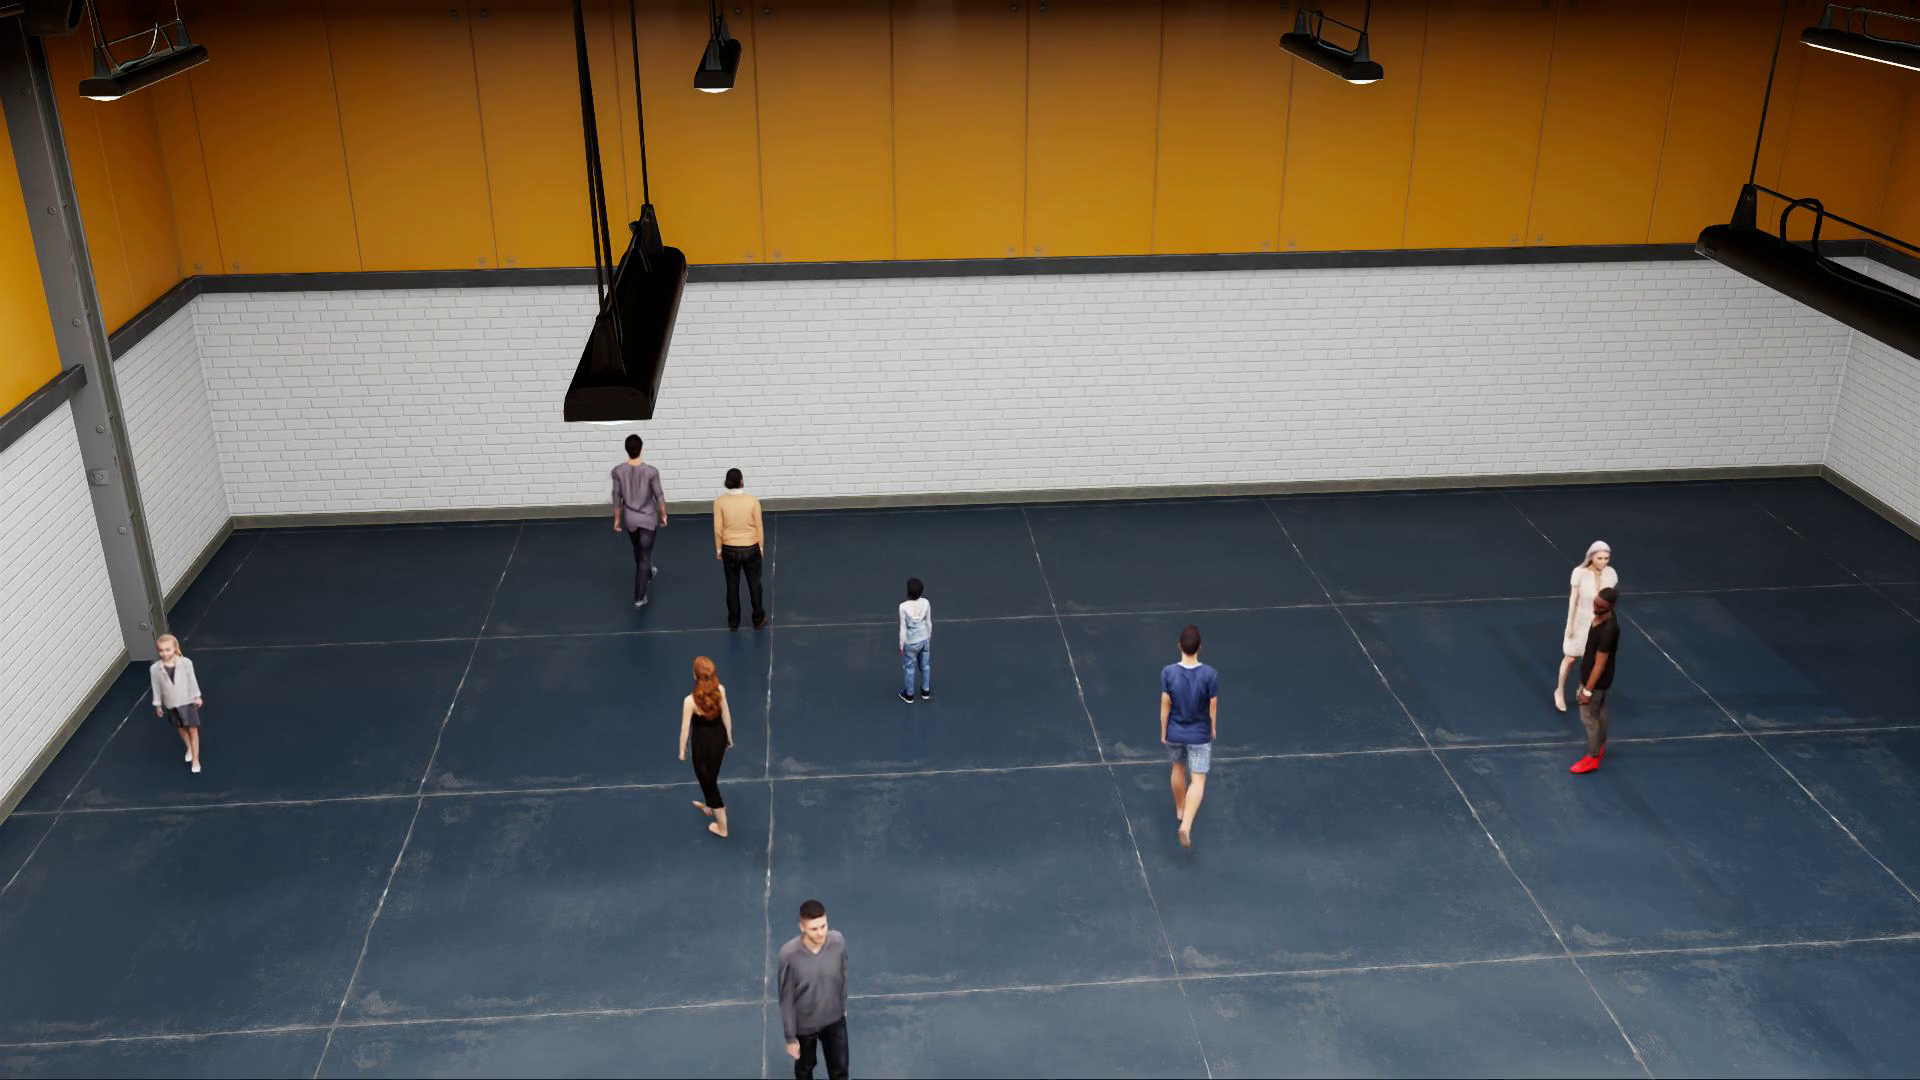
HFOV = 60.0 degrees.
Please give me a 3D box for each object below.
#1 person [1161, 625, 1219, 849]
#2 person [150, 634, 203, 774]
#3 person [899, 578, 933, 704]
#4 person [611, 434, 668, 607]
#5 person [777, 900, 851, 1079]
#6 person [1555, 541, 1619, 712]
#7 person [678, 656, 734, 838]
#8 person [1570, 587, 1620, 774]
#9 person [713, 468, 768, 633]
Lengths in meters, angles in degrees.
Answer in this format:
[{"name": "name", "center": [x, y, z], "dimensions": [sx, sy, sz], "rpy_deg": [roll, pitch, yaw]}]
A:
[{"name": "person", "center": [1.852, 1.602, 13.467], "dimensions": [0.887, 1.825, 1.163], "rpy_deg": [7, 24, 15]}, {"name": "person", "center": [-6.874, 1.391, 14.663], "dimensions": [0.602, 1.255, 0.786], "rpy_deg": [-6, 24, -13]}, {"name": "person", "center": [-0.425, 0.934, 15.701], "dimensions": [0.541, 1.261, 0.567], "rpy_deg": [-10, 26, -22]}, {"name": "person", "center": [-3.399, -0.179, 17.565], "dimensions": [0.872, 1.807, 1.245], "rpy_deg": [3, 24, 6]}, {"name": "person", "center": [-0.938, 2.964, 10.466], "dimensions": [0.841, 1.735, 1.046], "rpy_deg": [-11, 26, -23]}, {"name": "person", "center": [5.796, 0.797, 15.426], "dimensions": [0.580, 1.732, 0.539], "rpy_deg": [-2, 24, -5]}, {"name": "person", "center": [-1.985, 1.708, 13.494], "dimensions": [0.912, 1.610, 0.842], "rpy_deg": [21, 31, 39]}, {"name": "person", "center": [5.602, 1.174, 14.498], "dimensions": [0.951, 1.784, 0.720], "rpy_deg": [13, 27, 28]}, {"name": "person", "center": [-2.243, 0.101, 16.994], "dimensions": [0.649, 1.752, 0.583], "rpy_deg": [-1, 24, -3]}]
